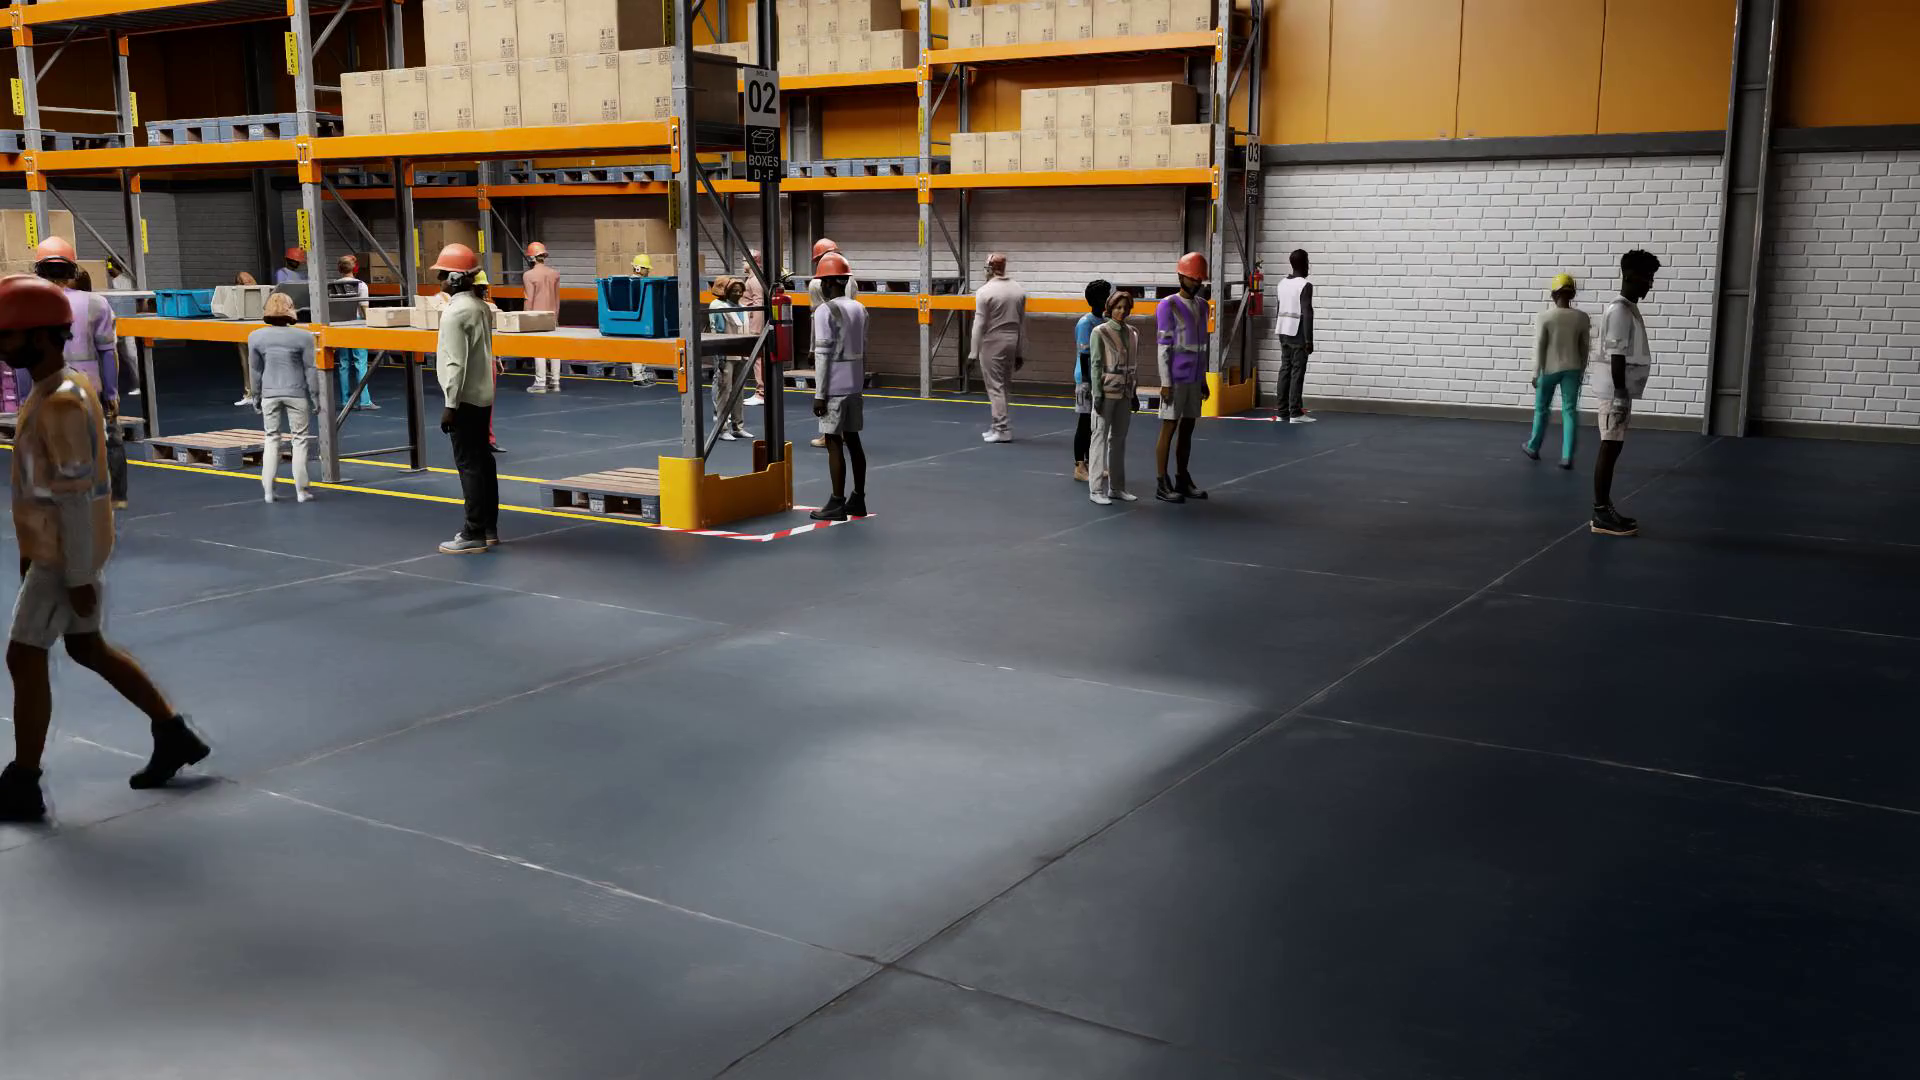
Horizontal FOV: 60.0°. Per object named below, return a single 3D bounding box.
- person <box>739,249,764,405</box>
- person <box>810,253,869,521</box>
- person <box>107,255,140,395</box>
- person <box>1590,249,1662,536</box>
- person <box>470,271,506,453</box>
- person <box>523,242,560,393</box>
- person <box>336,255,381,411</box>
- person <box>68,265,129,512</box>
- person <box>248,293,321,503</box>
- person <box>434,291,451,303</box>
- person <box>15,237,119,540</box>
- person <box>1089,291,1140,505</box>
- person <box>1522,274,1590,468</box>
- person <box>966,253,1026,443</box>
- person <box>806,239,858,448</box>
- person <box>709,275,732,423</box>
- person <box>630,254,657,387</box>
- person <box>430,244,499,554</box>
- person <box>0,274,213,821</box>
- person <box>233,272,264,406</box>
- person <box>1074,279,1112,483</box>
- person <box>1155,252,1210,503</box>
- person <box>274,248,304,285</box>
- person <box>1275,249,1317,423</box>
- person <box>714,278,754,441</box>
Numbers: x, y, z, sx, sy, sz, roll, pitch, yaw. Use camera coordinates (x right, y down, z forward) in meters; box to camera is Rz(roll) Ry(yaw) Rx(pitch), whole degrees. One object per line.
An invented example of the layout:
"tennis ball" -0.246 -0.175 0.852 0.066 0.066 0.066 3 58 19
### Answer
"person" -2.533 -2.608 20.453 0.405 1.906 0.653 -1 10 -5
"person" -0.893 -1.105 12.069 0.386 1.932 0.545 6 12 31
"person" -10.933 -2.823 21.883 0.470 1.833 0.580 -3 11 -14
"person" 4.590 -1.022 11.525 0.392 1.957 0.607 5 11 24
"person" -4.535 -1.680 15.703 0.312 1.767 0.533 7 12 34
"person" -5.584 -2.948 22.147 0.448 1.995 0.616 6 12 31
"person" -7.210 -2.446 19.709 0.566 1.849 0.387 3 11 19
"person" -6.416 -1.094 12.234 0.346 1.847 0.506 5 11 26
"person" -5.208 -1.091 12.846 0.508 1.625 0.285 0 10 -2
"person" -6.542 -2.669 21.451 0.536 1.676 0.740 -8 13 -38
"person" -5.940 -0.981 11.060 0.616 2.041 0.378 -9 13 -40
"person" 1.191 -1.097 12.830 0.514 1.636 0.314 -9 14 -42
"person" 5.378 -1.525 14.962 0.546 1.709 0.919 0 10 -1
"person" 0.345 -1.918 16.692 0.488 1.904 0.680 10 14 43
"person" -1.270 -1.911 16.243 0.400 2.033 0.605 8 13 39
"person" -2.614 -2.122 18.510 0.278 1.636 0.506 3 11 17
"person" -4.397 -3.025 22.982 0.403 1.829 0.588 1 10 3
"person" -3.210 -0.912 10.802 0.375 1.997 0.612 0 10 2
"person" -3.161 0.021 5.889 0.834 1.910 0.553 -4 11 -23
"person" -8.694 -2.451 20.338 0.497 1.634 0.287 4 11 23
"person" 1.137 -1.334 13.974 0.317 1.695 0.540 5 11 27
"person" 1.758 -1.257 12.913 0.546 1.927 0.385 -9 13 -40
"person" -10.385 -3.537 25.625 0.586 1.904 0.788 3 11 17
"person" 3.722 -2.256 18.460 0.386 1.921 0.596 -4 11 -23
"person" -2.297 -1.830 16.891 0.315 1.636 0.514 6 12 31
